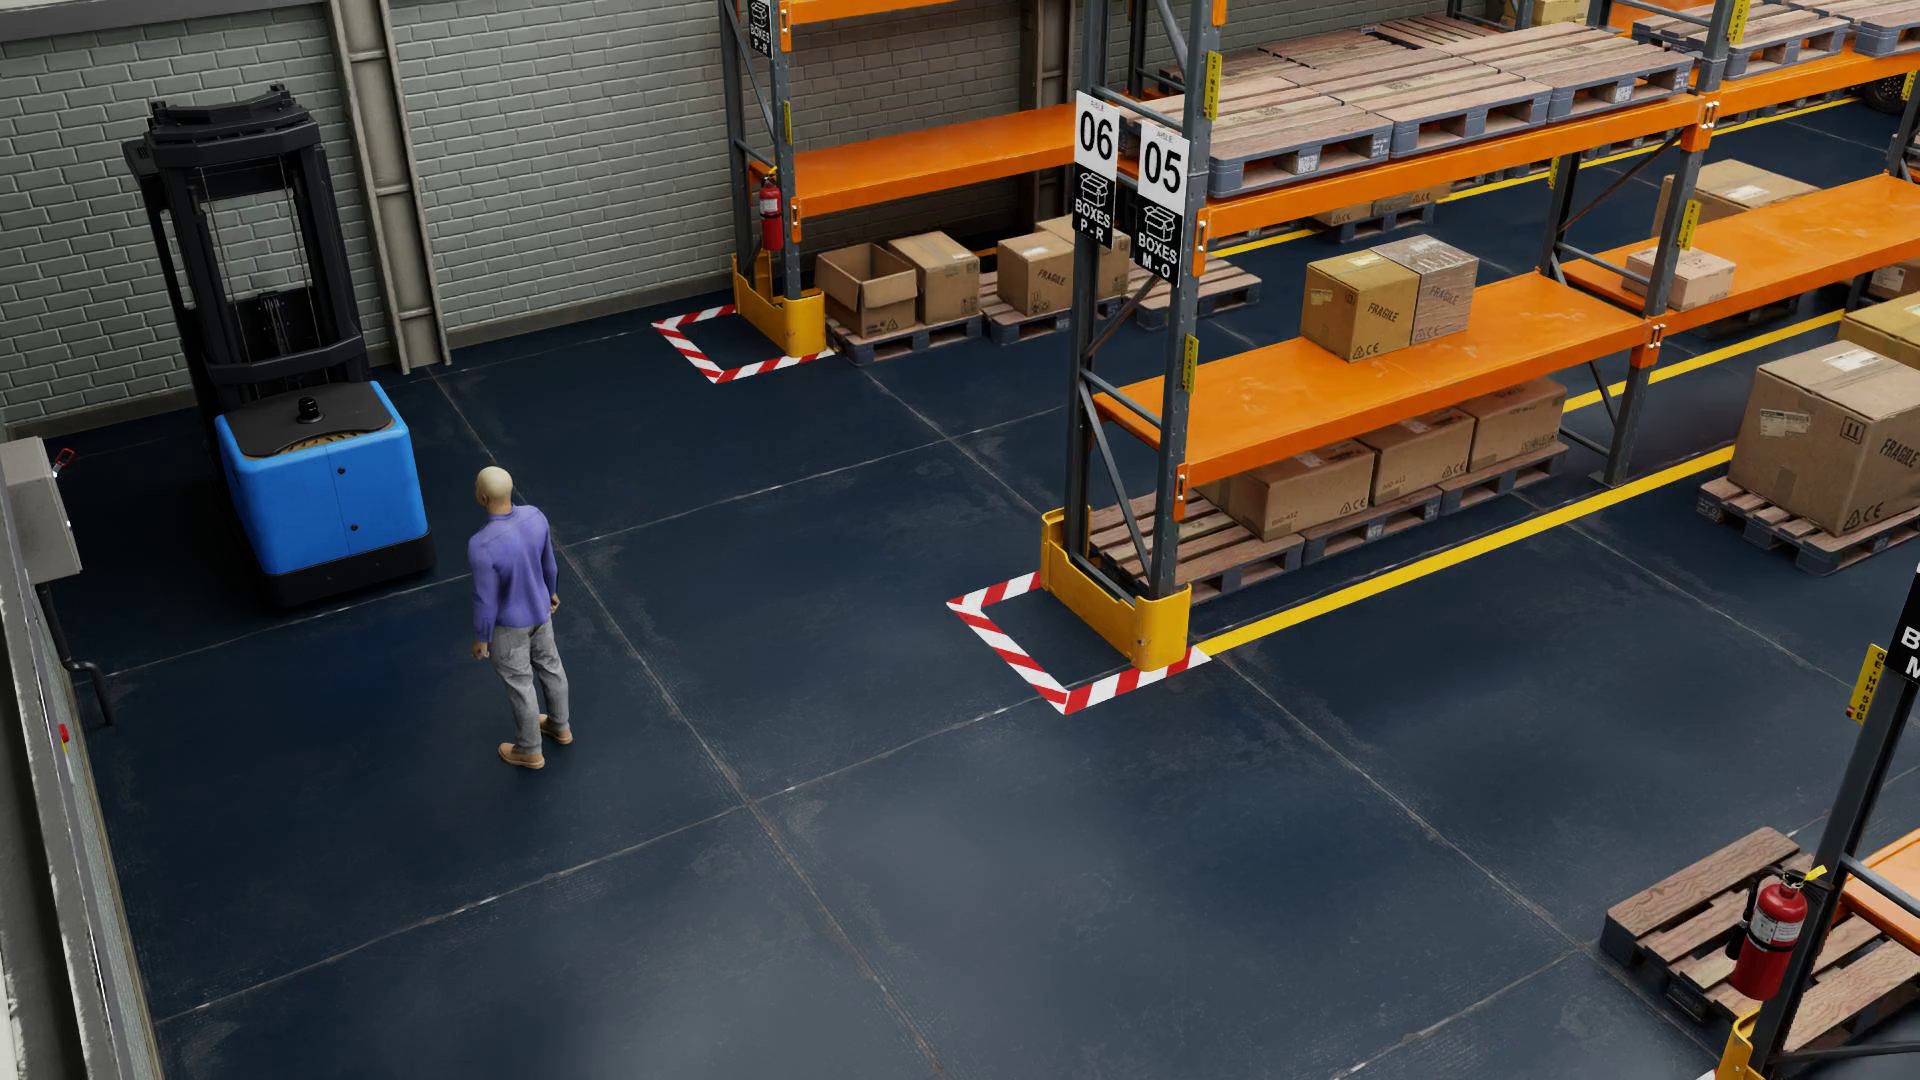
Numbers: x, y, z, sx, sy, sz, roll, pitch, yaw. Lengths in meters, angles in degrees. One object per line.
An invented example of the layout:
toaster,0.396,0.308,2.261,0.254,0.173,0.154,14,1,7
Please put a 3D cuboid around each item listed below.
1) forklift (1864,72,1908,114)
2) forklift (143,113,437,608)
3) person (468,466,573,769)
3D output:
forklift,11.468,-5.645,18.244,1.214,2.155,2.313,-17,36,-26
forklift,-4.289,-1.259,10.509,1.129,2.768,1.873,-17,36,-26
person,-2.329,0.414,8.817,0.386,1.798,0.602,17,36,25
